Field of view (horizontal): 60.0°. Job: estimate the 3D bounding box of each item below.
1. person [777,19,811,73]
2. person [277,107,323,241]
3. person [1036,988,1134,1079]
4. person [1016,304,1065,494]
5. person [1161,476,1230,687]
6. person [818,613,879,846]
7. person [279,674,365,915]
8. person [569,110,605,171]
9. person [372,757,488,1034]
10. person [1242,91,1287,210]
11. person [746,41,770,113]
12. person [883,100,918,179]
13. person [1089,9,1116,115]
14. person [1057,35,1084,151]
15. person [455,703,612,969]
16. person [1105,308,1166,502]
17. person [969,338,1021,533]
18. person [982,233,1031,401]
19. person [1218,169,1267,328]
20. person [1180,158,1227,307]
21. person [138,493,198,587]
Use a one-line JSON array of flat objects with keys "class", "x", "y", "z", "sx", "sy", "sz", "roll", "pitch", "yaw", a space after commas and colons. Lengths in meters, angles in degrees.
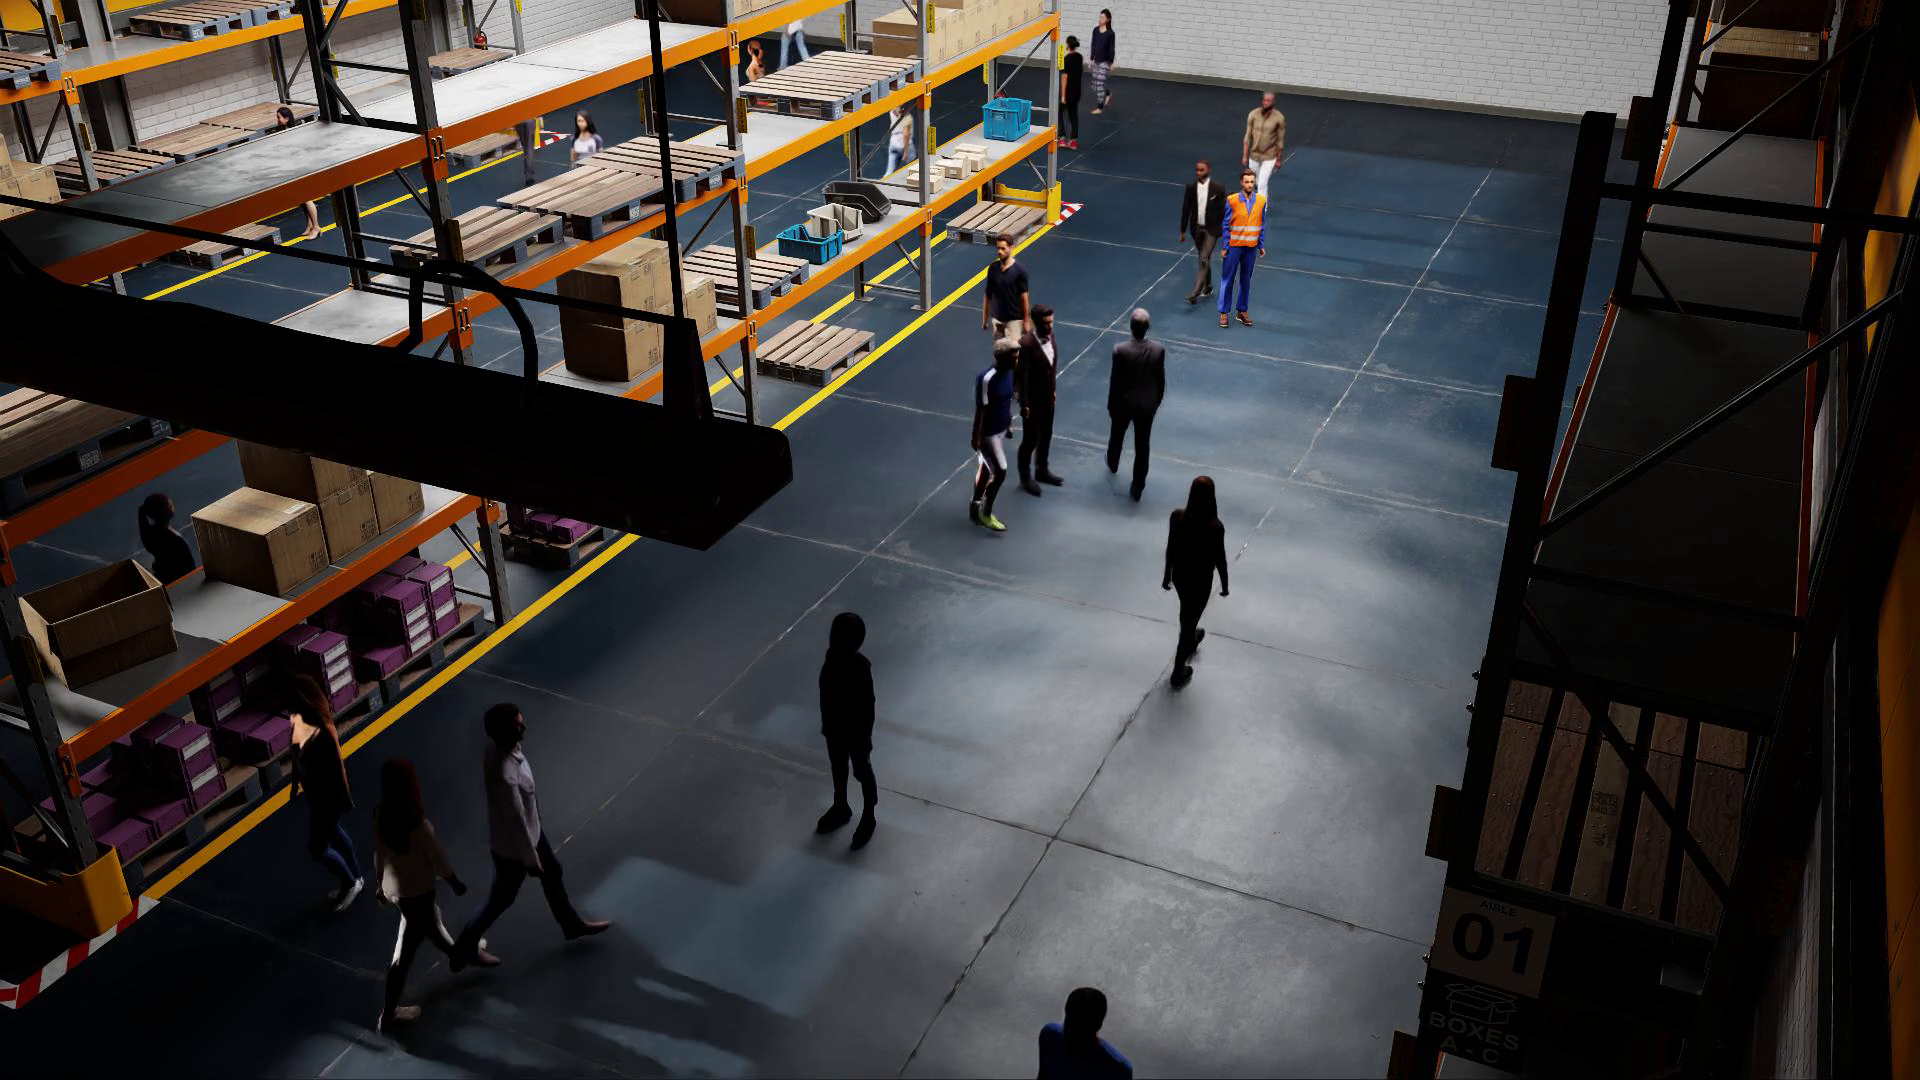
[{"class": "person", "x": -2.961, "y": -9.243, "z": 30.118, "sx": 1.239, "sy": 1.819, "sz": 1.145, "roll": -18, "pitch": 34, "yaw": -30}, {"class": "person", "x": -8.846, "y": -4.899, "z": 22.207, "sx": 0.799, "sy": 1.769, "sz": 0.776, "roll": -19, "pitch": 34, "yaw": -30}, {"class": "person", "x": 0.558, "y": 2.841, "z": 7.917, "sx": 0.667, "sy": 1.865, "sz": 0.591, "roll": 16, "pitch": 32, "yaw": 27}, {"class": "person", "x": 0.720, "y": -1.354, "z": 15.615, "sx": 0.804, "sy": 1.858, "sz": 0.630, "roll": 21, "pitch": 35, "yaw": 34}, {"class": "person", "x": 1.725, "y": 0.344, "z": 12.680, "sx": 0.738, "sy": 1.687, "sz": 1.005, "roll": 19, "pitch": 34, "yaw": 30}, {"class": "person", "x": -0.739, "y": 1.228, "z": 11.044, "sx": 0.607, "sy": 1.702, "sz": 0.588, "roll": 19, "pitch": 34, "yaw": 31}, {"class": "person", "x": -3.926, "y": 1.539, "z": 10.465, "sx": 0.656, "sy": 1.711, "sz": 0.687, "roll": 23, "pitch": 36, "yaw": 36}, {"class": "person", "x": -4.963, "y": -4.927, "z": 22.335, "sx": 0.712, "sy": 1.695, "sz": 0.766, "roll": 2, "pitch": 29, "yaw": 3}, {"class": "person", "x": -3.210, "y": 2.075, "z": 9.531, "sx": 0.729, "sy": 1.663, "sz": 1.131, "roll": 19, "pitch": 34, "yaw": 31}, {"class": "person", "x": 4.189, "y": -5.274, "z": 22.860, "sx": 0.773, "sy": 1.801, "sz": 1.049, "roll": 15, "pitch": 32, "yaw": 25}, {"class": "person", "x": -3.102, "y": -6.780, "z": 25.634, "sx": 0.632, "sy": 1.789, "sz": 0.452, "roll": 13, "pitch": 31, "yaw": 22}, {"class": "person", "x": -0.903, "y": -5.453, "z": 23.316, "sx": 0.902, "sy": 1.679, "sz": 1.247, "roll": 25, "pitch": 37, "yaw": 38}, {"class": "person", "x": 2.452, "y": -8.106, "z": 28.137, "sx": 0.774, "sy": 1.720, "sz": 0.907, "roll": 25, "pitch": 37, "yaw": 38}, {"class": "person", "x": 1.783, "y": -6.981, "z": 26.046, "sx": 0.818, "sy": 1.748, "sz": 0.710, "roll": 23, "pitch": 36, "yaw": 36}, {"class": "person", "x": -2.739, "y": 1.790, "z": 9.894, "sx": 1.237, "sy": 1.816, "sz": 1.228, "roll": -7, "pitch": 29, "yaw": -13}, {"class": "person", "x": 1.643, "y": -1.222, "z": 15.428, "sx": 1.106, "sy": 1.806, "sz": 1.260, "roll": -3, "pitch": 29, "yaw": -6}, {"class": "person", "x": 0.203, "y": -0.987, "z": 15.002, "sx": 0.738, "sy": 1.801, "sz": 0.610, "roll": 16, "pitch": 32, "yaw": 27}, {"class": "person", "x": 0.537, "y": -2.333, "z": 17.425, "sx": 0.688, "sy": 1.843, "sz": 0.649, "roll": 15, "pitch": 32, "yaw": 26}, {"class": "person", "x": 3.284, "y": -3.420, "z": 19.396, "sx": 0.790, "sy": 1.863, "sz": 0.808, "roll": -4, "pitch": 29, "yaw": -7}, {"class": "person", "x": 3.000, "y": -3.748, "z": 20.109, "sx": 0.782, "sy": 1.757, "sz": 1.127, "roll": 16, "pitch": 32, "yaw": 27}, {"class": "person", "x": -6.099, "y": 0.379, "z": 12.791, "sx": 0.617, "sy": 1.520, "sz": 1.055, "roll": 16, "pitch": 33, "yaw": 27}]
